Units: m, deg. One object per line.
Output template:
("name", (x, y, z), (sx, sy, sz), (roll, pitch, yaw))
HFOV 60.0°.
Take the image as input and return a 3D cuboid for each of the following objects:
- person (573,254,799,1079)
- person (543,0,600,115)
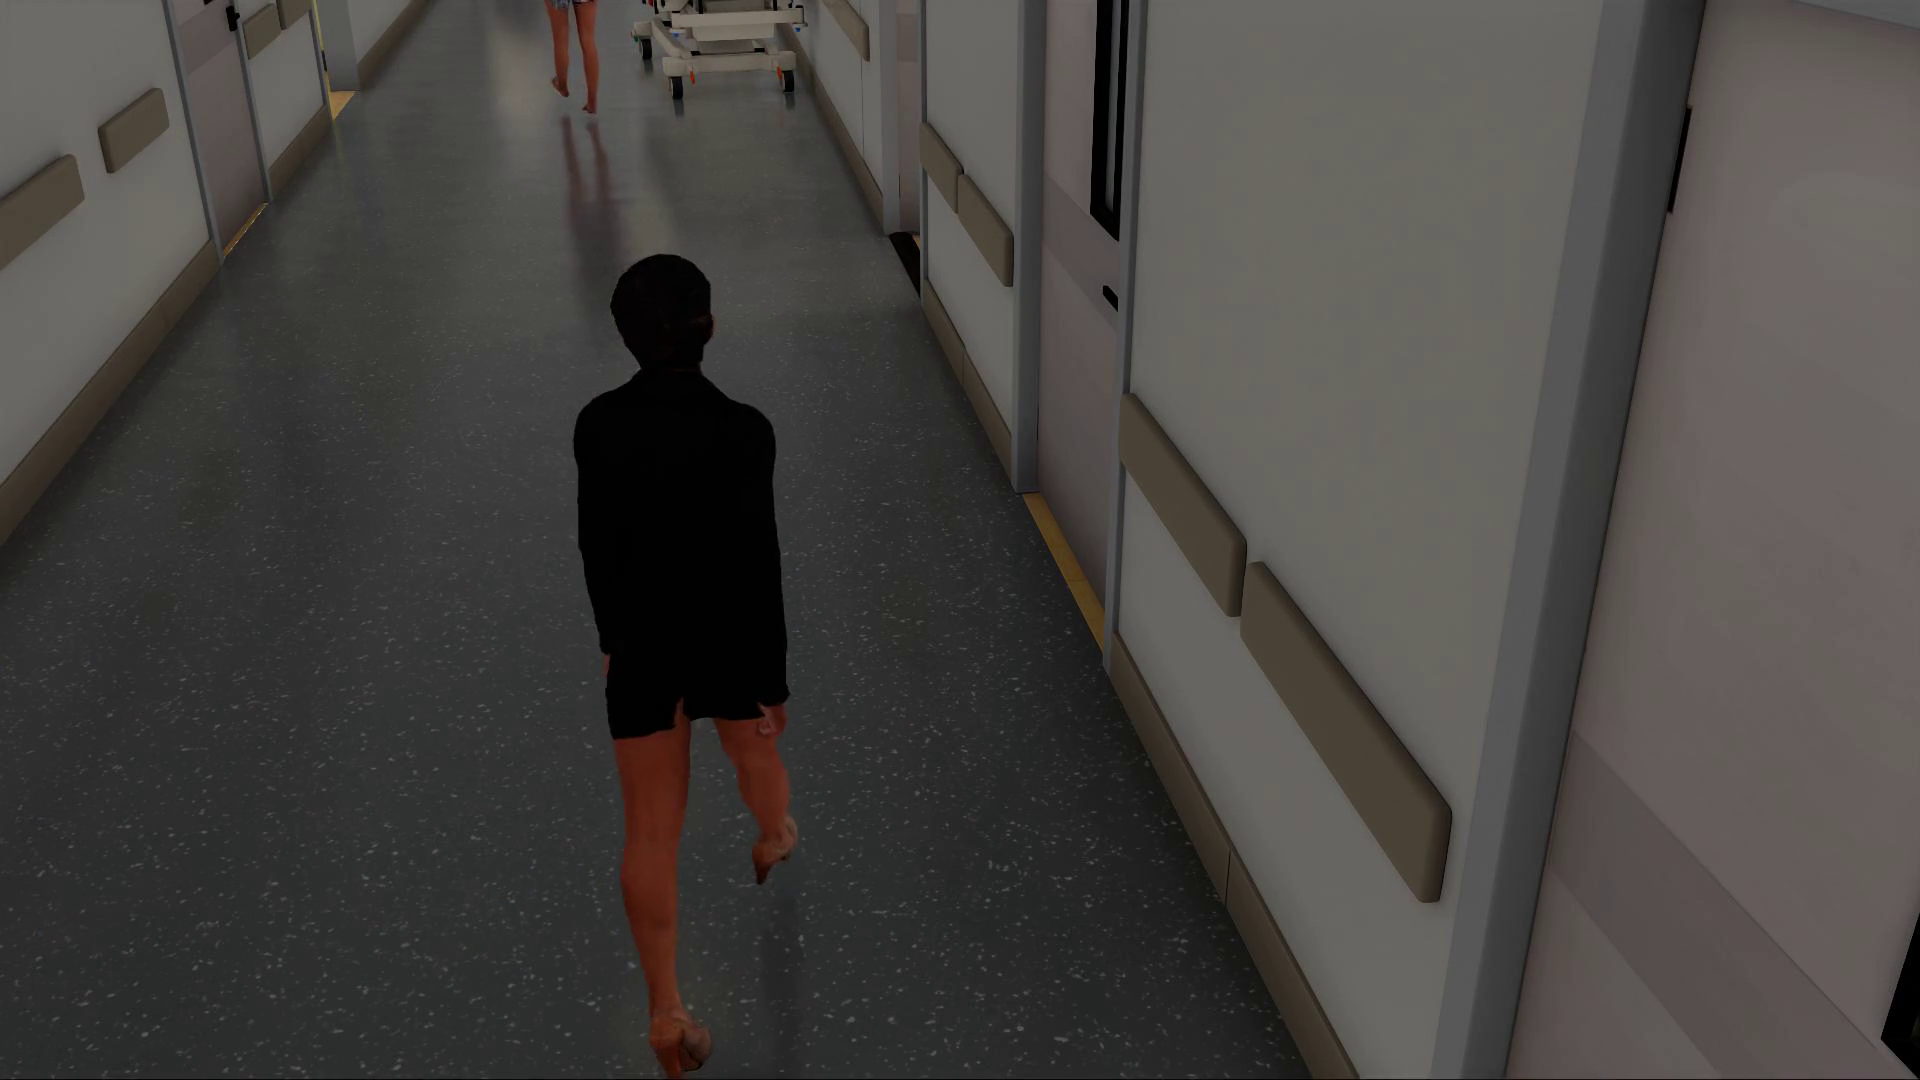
("person", (-0.528, 0.315, 3.187), (1.084, 1.577, 0.833), (3, 26, 5))
("person", (-2.695, -3.827, 11.617), (1.119, 1.716, 0.872), (-12, 28, -23))
